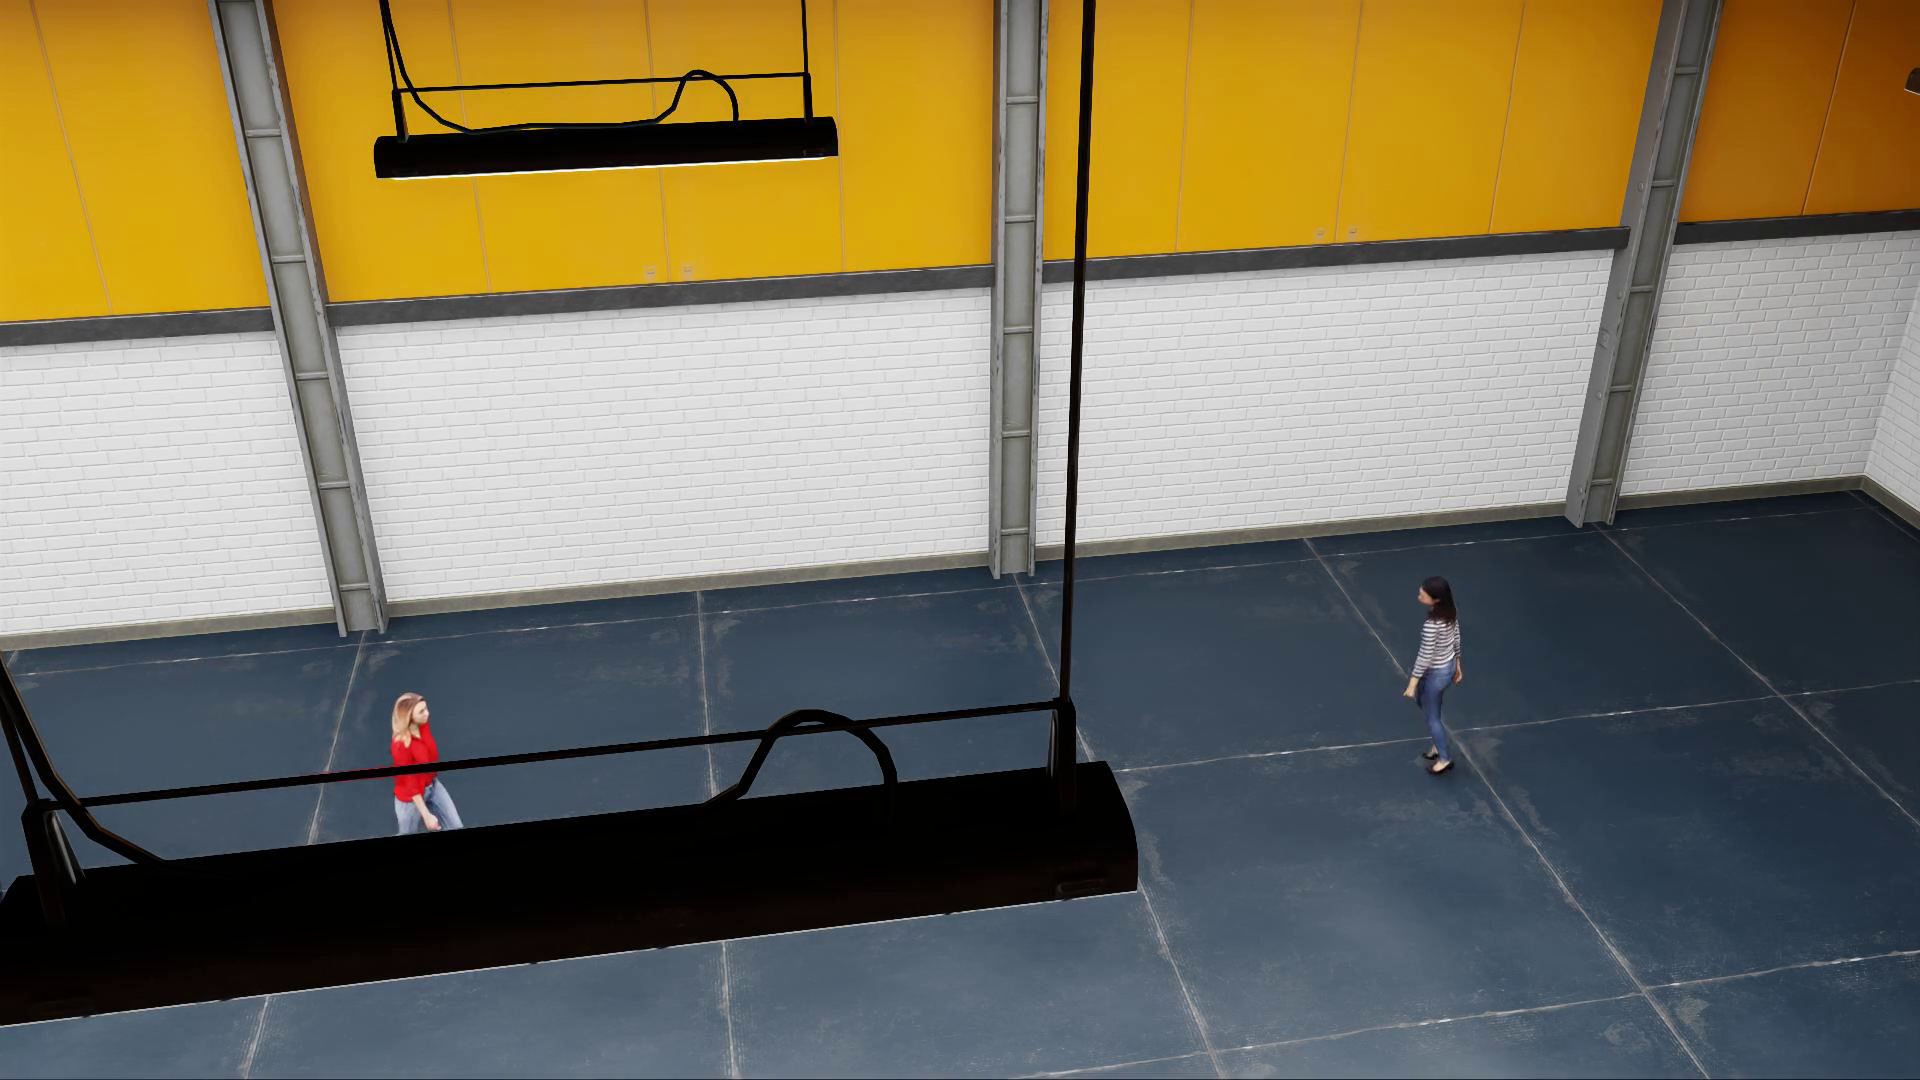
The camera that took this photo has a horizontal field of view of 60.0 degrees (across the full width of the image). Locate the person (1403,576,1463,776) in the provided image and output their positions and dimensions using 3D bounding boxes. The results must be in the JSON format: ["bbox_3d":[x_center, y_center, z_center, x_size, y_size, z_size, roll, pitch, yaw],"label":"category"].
[{"bbox_3d":[3.711,1.079,12.750,0.839,1.753,0.780,25,37,38],"label":"person"}]
